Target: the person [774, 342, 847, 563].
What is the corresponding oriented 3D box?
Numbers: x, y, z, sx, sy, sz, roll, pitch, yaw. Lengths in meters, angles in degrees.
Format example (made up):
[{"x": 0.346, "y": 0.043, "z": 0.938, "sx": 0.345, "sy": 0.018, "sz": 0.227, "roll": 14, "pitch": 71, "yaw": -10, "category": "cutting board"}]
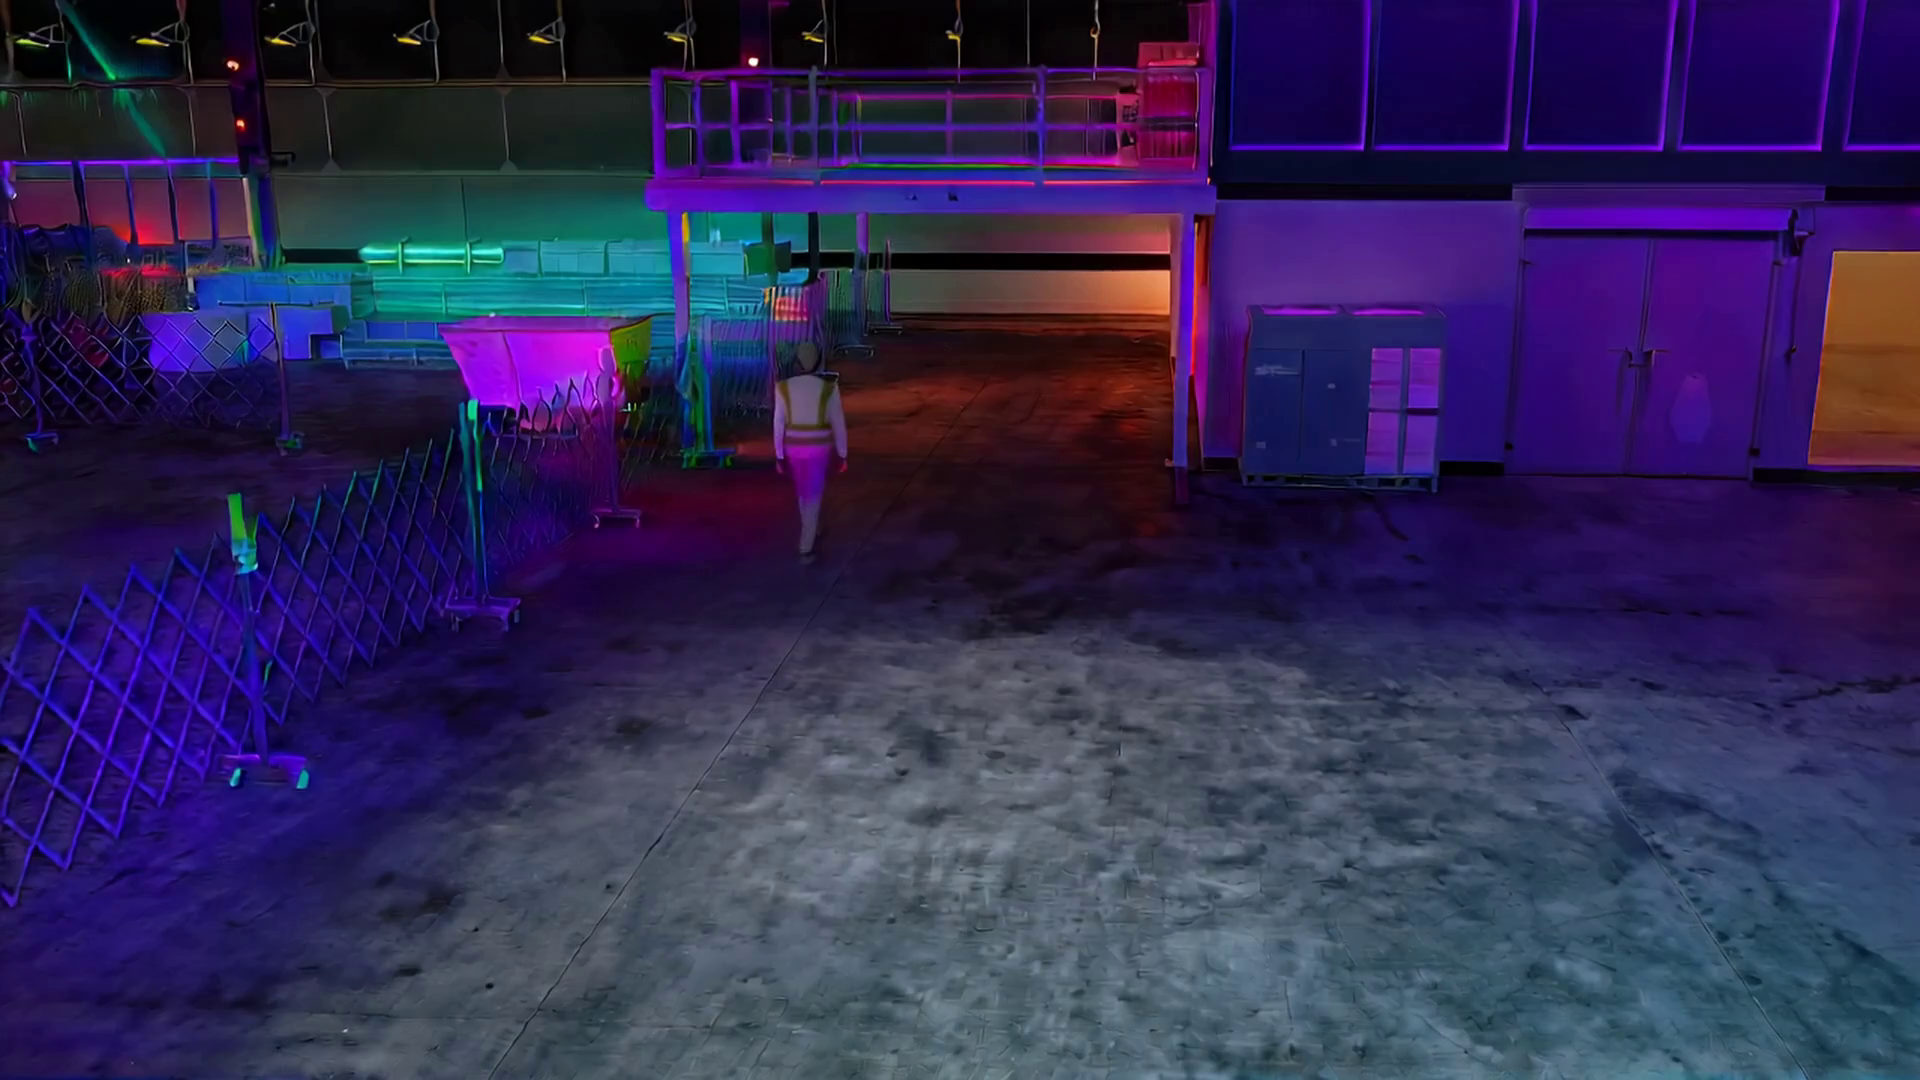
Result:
[{"x": -1.264, "y": -0.752, "z": 14.059, "sx": 0.594, "sy": 1.836, "sz": 1.000, "roll": 2, "pitch": 14, "yaw": 7, "category": "person"}]
